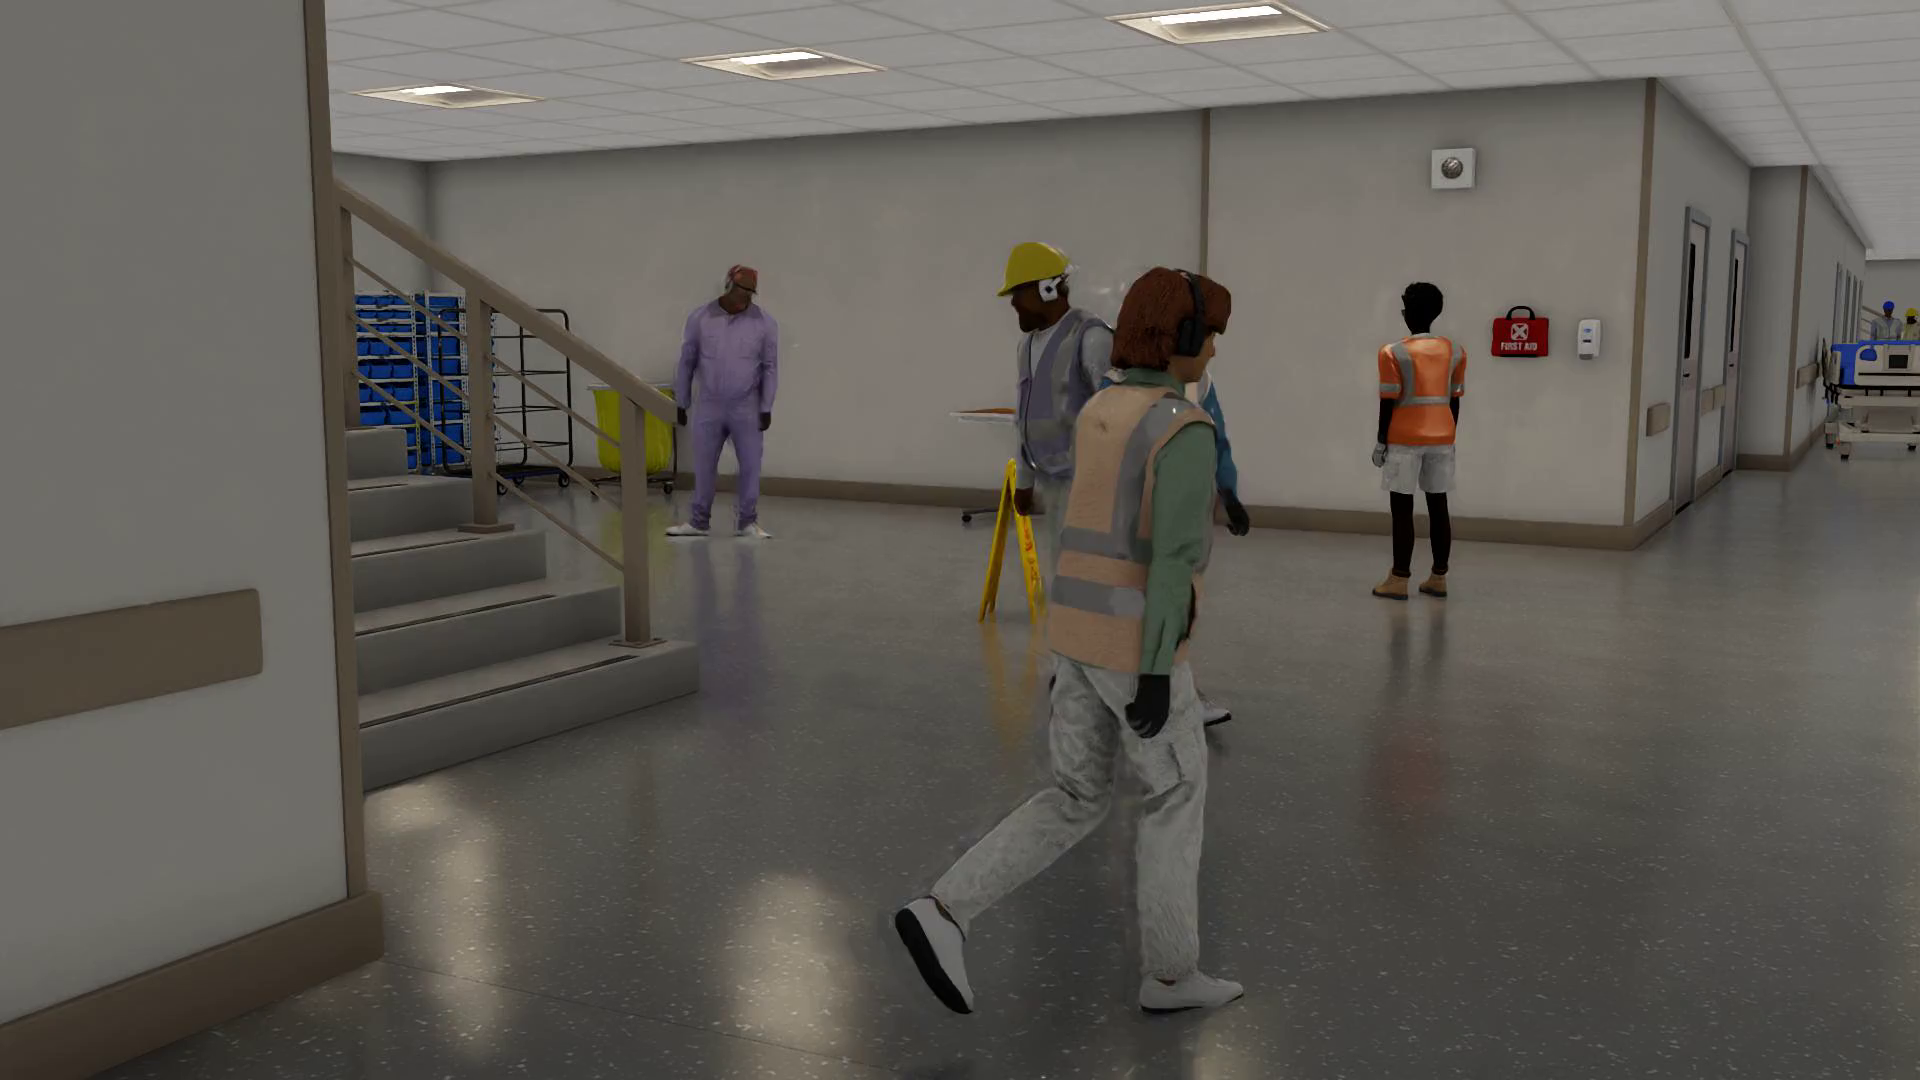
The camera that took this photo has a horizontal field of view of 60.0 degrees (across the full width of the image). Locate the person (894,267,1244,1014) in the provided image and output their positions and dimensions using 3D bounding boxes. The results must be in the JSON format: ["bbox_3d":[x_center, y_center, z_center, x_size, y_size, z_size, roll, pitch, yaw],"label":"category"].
[{"bbox_3d":[0.247,0.235,3.456,0.701,1.604,0.522,-3,8,-24],"label":"person"}]

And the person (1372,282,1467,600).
[{"bbox_3d":[2.445,-0.523,8.893,0.535,1.697,0.318,-3,8,-20],"label":"person"}]

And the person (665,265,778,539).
[{"bbox_3d":[-1.646,-0.922,11.336,0.814,1.877,0.415,0,7,-3],"label":"person"}]

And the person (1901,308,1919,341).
[{"bbox_3d":[20.714,-4.137,36.242,0.404,1.823,0.589,-3,8,-24],"label":"person"}]

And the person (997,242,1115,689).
[{"bbox_3d":[0.413,-0.271,6.580,0.503,1.797,0.618,-3,8,-24],"label":"person"}]

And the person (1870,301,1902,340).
[{"bbox_3d":[19.255,-3.991,34.610,0.603,1.948,0.384,1,8,10],"label":"person"}]

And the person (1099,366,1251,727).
[{"bbox_3d":[0.737,-0.126,6.248,0.526,1.584,0.896,-5,9,-36],"label":"person"}]
